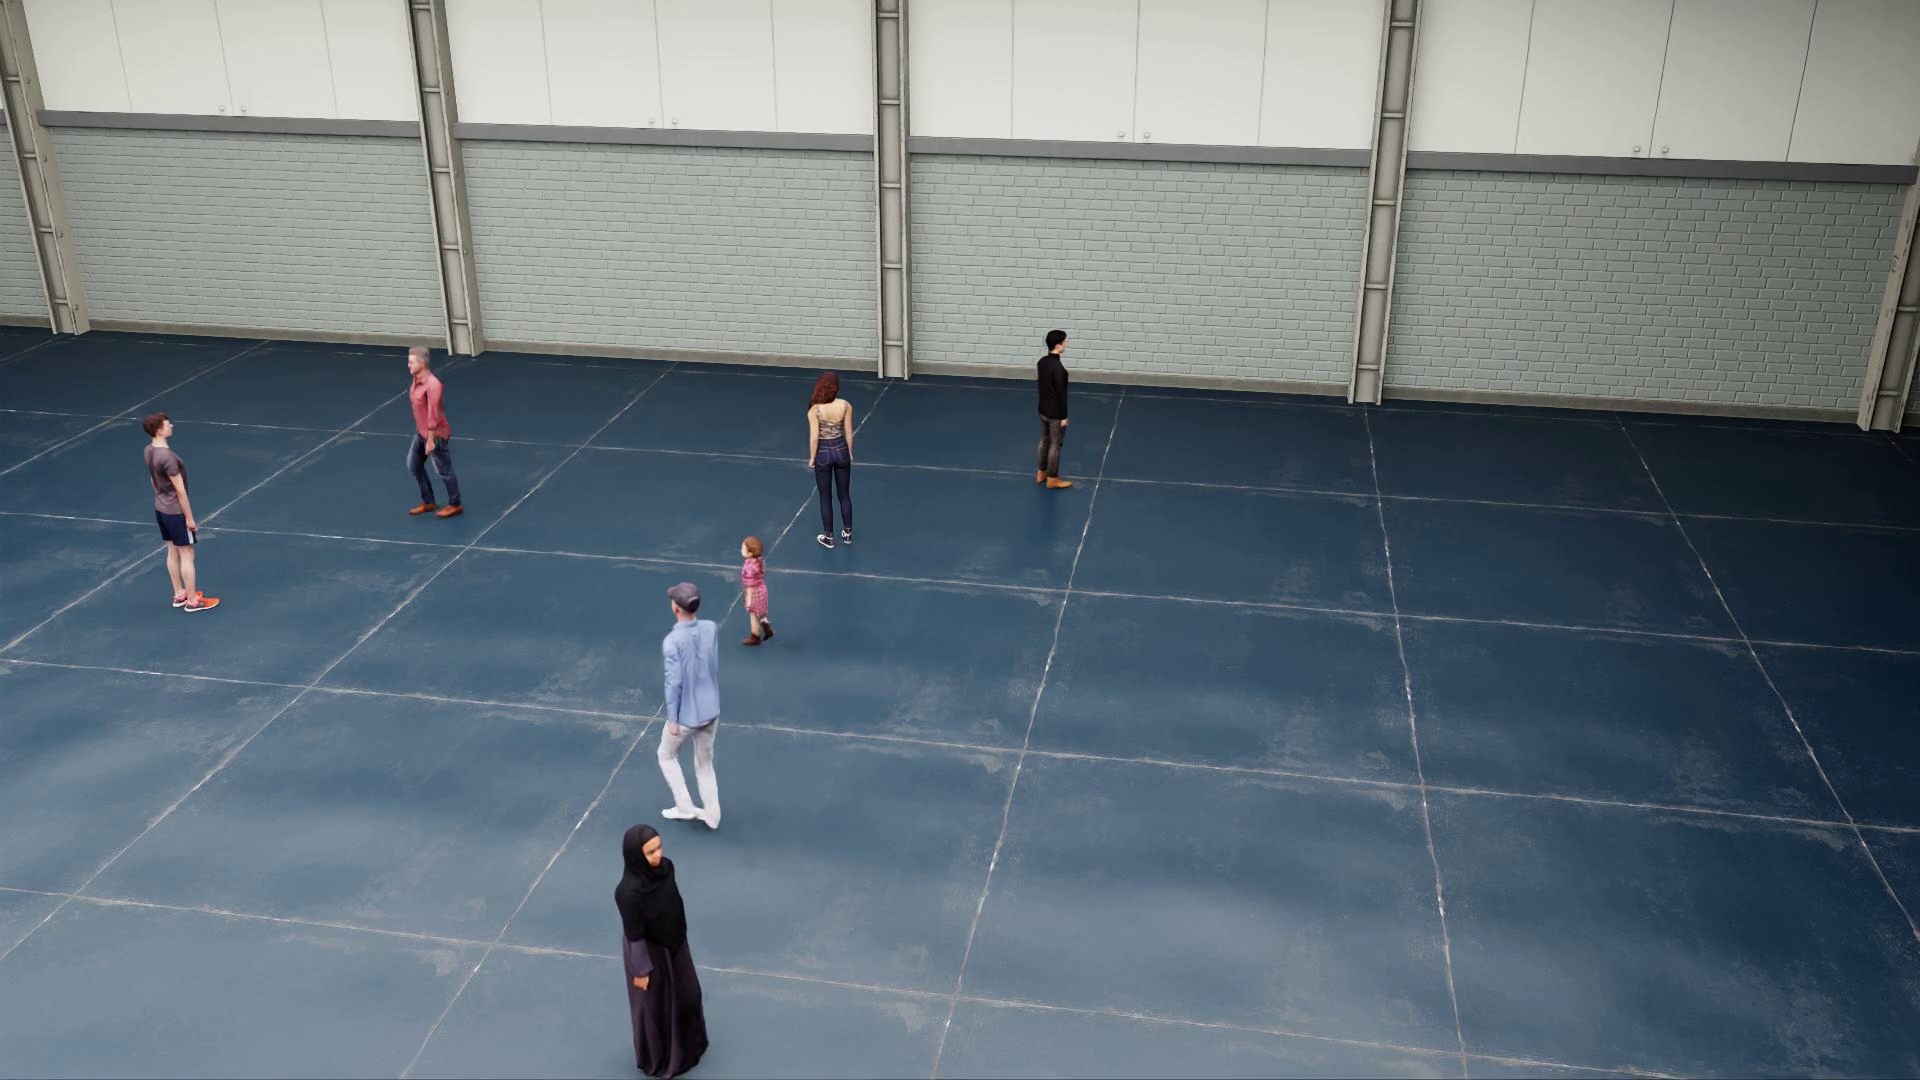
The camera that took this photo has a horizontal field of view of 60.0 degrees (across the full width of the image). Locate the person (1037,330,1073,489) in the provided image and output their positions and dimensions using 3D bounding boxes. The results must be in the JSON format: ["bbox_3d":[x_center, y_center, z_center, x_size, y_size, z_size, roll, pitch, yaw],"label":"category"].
[{"bbox_3d":[0.995,-1.413,17.830,0.738,1.723,0.720,-11,25,-24],"label":"person"}]

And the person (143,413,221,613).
[{"bbox_3d":[-7.065,-0.252,14.932,0.660,1.853,0.786,18,29,35],"label":"person"}]

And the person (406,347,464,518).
[{"bbox_3d":[-5.302,-1.106,16.990,0.963,1.814,0.903,-15,27,-32],"label":"person"}]

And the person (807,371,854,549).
[{"bbox_3d":[-1.255,-0.799,16.325,0.663,1.769,0.758,-10,25,-23],"label":"person"}]

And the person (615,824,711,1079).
[{"bbox_3d":[-1.716,2.271,9.304,0.717,1.615,0.728,12,26,26],"label":"person"}]

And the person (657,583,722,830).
[{"bbox_3d":[-1.804,1.194,11.504,0.831,1.876,0.796,19,30,38],"label":"person"}]

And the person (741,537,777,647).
[{"bbox_3d":[-1.730,0.449,14.349,0.514,1.020,0.431,4,23,9],"label":"person"}]
